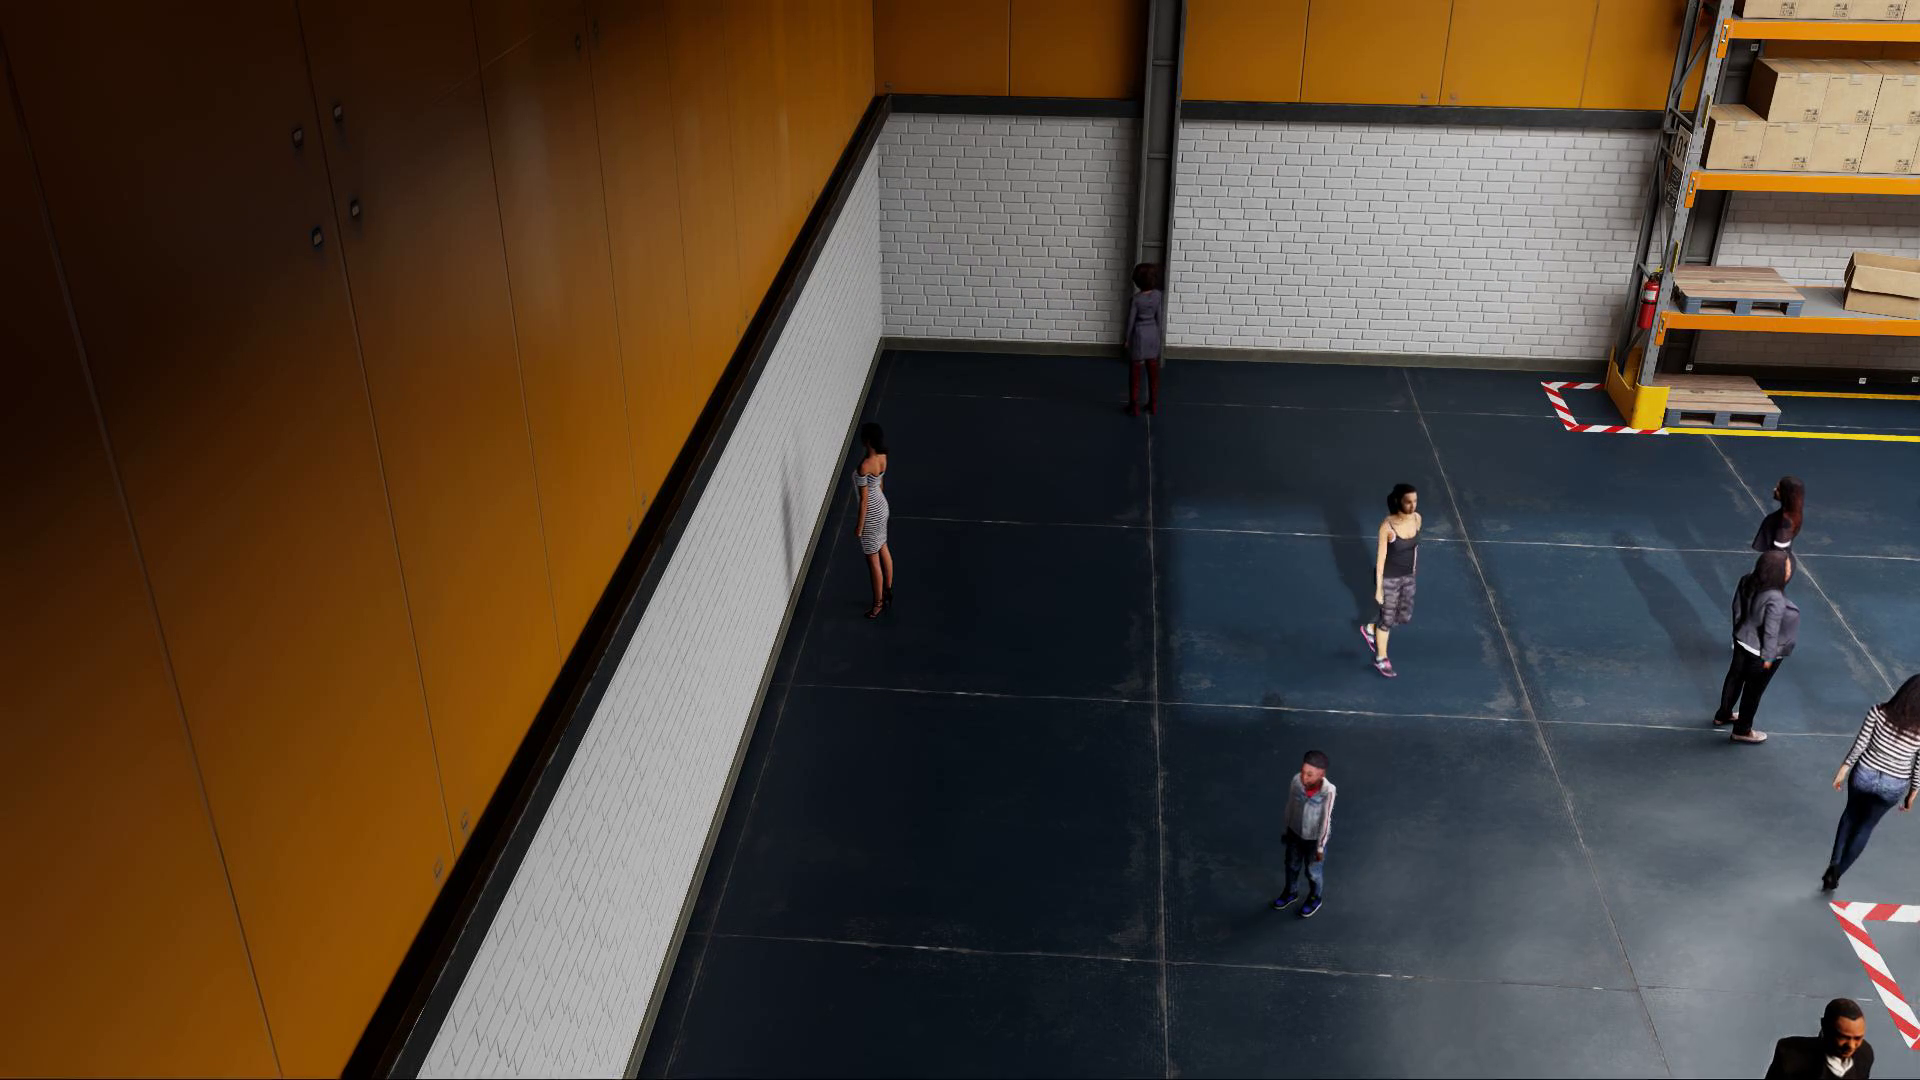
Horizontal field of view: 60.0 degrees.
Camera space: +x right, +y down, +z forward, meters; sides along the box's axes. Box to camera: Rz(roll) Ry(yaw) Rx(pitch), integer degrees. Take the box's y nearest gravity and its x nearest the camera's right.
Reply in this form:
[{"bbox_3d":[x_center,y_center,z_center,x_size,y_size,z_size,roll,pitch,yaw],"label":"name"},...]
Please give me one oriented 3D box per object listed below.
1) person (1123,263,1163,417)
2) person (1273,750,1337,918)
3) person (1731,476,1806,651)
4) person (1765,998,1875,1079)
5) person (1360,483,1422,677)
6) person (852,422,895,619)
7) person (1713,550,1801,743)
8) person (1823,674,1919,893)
[{"bbox_3d":[2.007,-2.169,18.033,0.592,1.710,0.720,-11,30,-19],"label":"person"},{"bbox_3d":[2.332,1.921,11.007,0.586,1.257,0.654,23,36,36],"label":"person"},{"bbox_3d":[6.727,0.223,13.723,0.710,1.637,0.691,15,32,25],"label":"person"},{"bbox_3d":[4.199,3.015,8.327,0.611,1.903,0.815,-3,29,-6],"label":"person"},{"bbox_3d":[3.469,0.280,13.536,0.762,1.716,0.801,-13,31,-23],"label":"person"},{"bbox_3d":[-0.735,-0.177,14.263,0.628,1.822,0.666,11,30,19],"label":"person"},{"bbox_3d":[6.102,0.790,12.726,0.721,1.597,0.727,-3,29,-6],"label":"person"},{"bbox_3d":[5.996,1.681,10.916,0.752,1.765,0.834,20,35,32],"label":"person"}]
